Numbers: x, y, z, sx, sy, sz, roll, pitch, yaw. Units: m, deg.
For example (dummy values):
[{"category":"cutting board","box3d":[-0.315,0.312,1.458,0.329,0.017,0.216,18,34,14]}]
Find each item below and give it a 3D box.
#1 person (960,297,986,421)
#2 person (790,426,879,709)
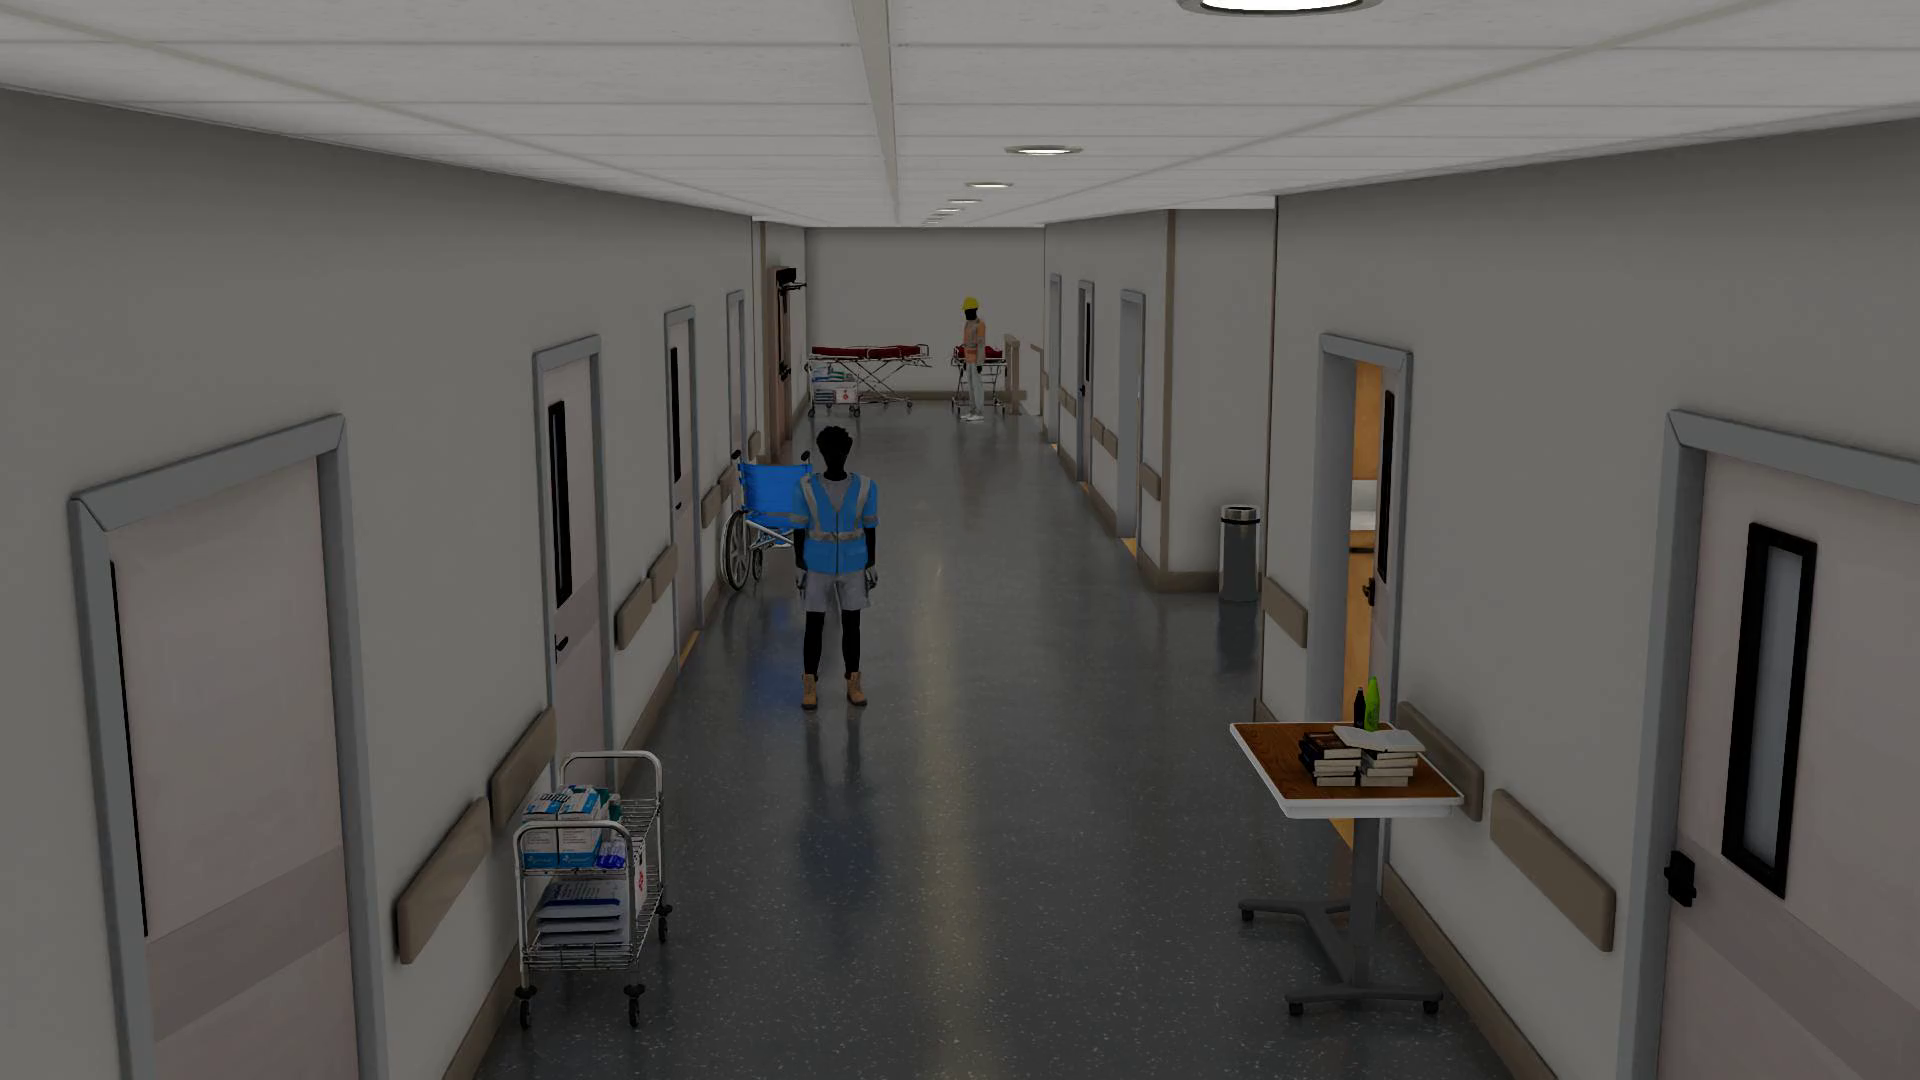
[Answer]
[{"category":"person","box3d":[0.197,-2.811,25.865,0.398,1.918,0.587,-4,11,-22]},{"category":"person","box3d":[-0.744,0.161,9.918,0.535,1.697,0.322,-2,10,-11]}]
